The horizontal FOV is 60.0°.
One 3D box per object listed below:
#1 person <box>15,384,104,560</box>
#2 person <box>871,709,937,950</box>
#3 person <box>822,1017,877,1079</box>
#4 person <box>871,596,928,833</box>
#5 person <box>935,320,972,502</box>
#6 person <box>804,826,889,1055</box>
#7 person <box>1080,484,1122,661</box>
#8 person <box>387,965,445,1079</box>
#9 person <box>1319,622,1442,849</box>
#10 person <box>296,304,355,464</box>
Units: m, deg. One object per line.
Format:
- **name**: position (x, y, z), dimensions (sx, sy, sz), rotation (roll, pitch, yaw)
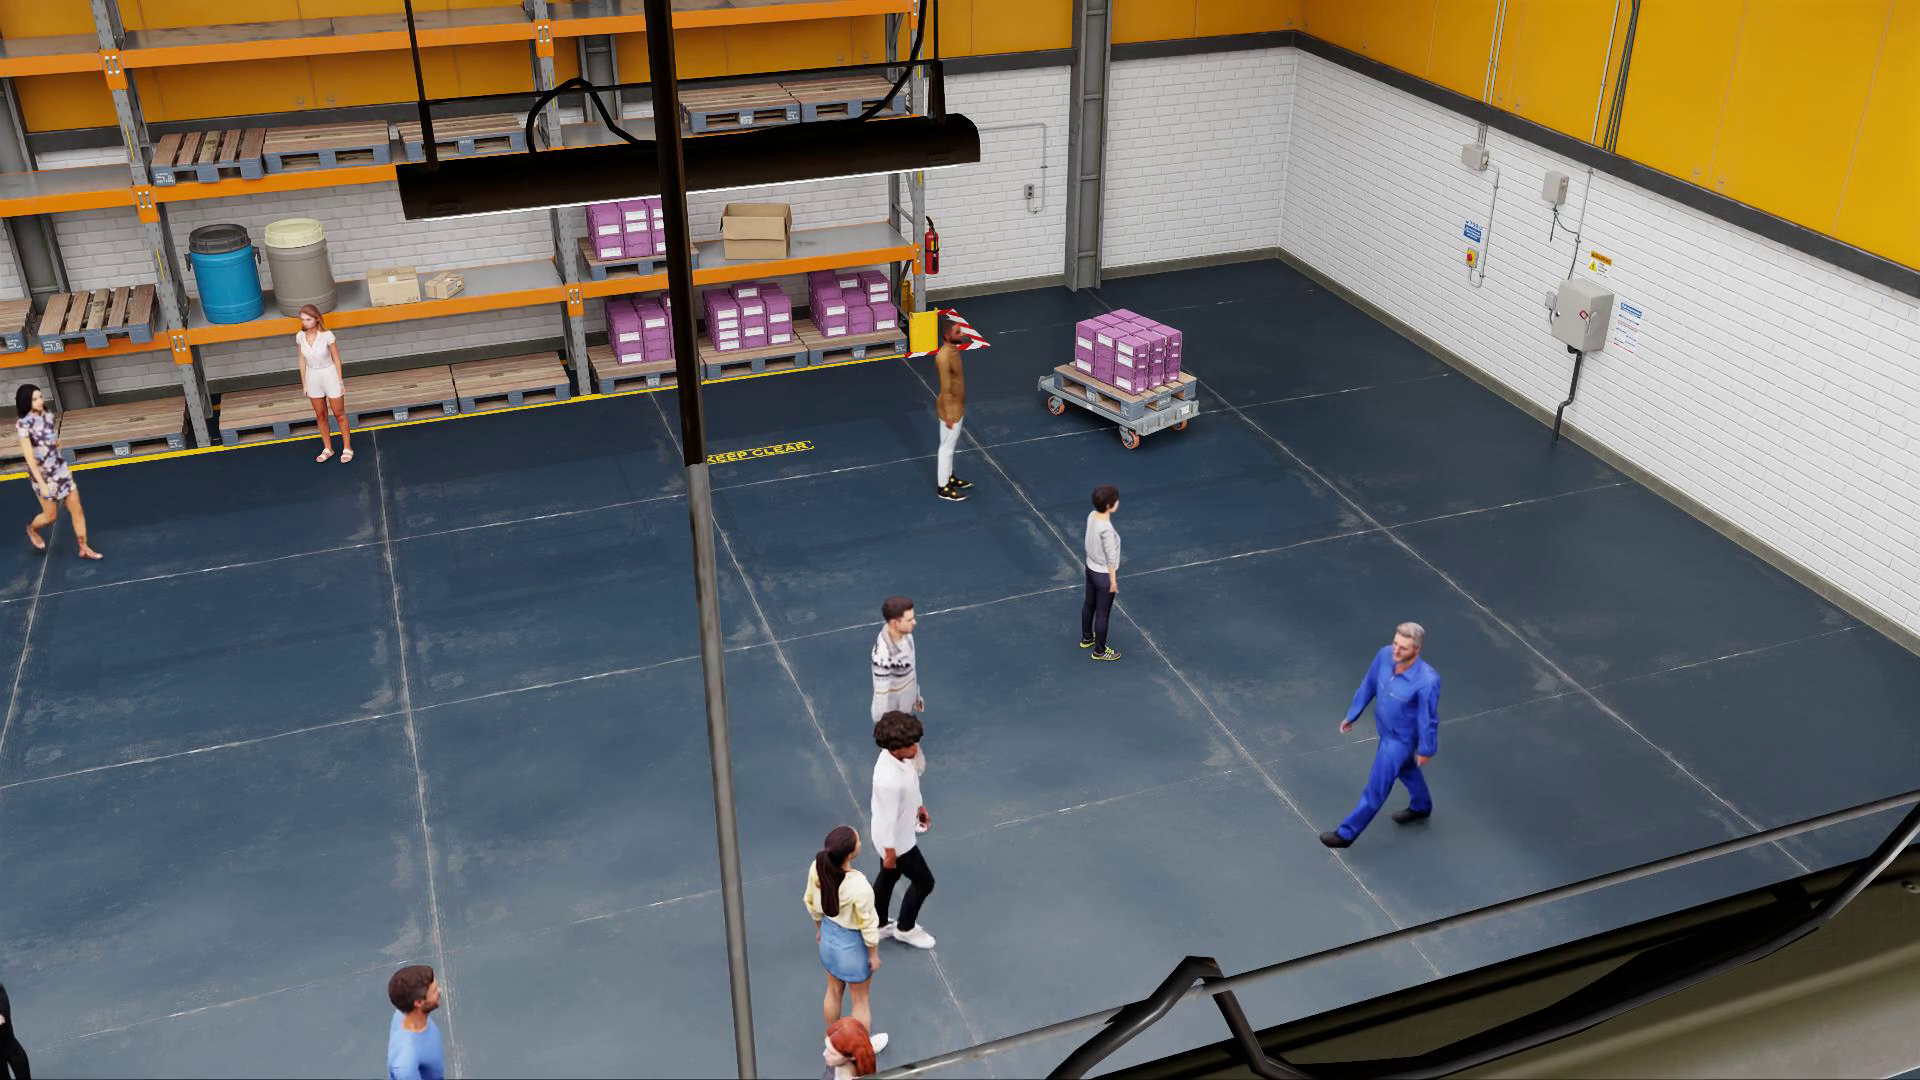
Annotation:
- **person**: position (-8.299, -0.591, 15.053), dimensions (1.052, 1.712, 0.955), rotation (9, 30, 17)
- **person**: position (-0.487, 1.837, 10.522), dimensions (0.763, 1.790, 0.746), rotation (-1, 29, -2)
- **person**: position (-0.465, 3.052, 8.355), dimensions (1.178, 1.732, 0.616), rotation (-9, 30, -15)
- **person**: position (-0.542, 1.180, 11.669), dimensions (0.808, 1.844, 0.795), rotation (3, 29, 6)
- **person**: position (-0.098, -1.291, 16.228), dimensions (0.719, 1.816, 0.721), rotation (5, 29, 9)
- **person**: position (-0.675, 2.357, 9.733), dimensions (0.723, 1.631, 0.740), rotation (19, 34, 31)
- **person**: position (1.153, 0.247, 13.684), dimensions (0.471, 1.553, 0.553), rotation (-11, 30, -19)
- **person**: position (-2.811, 2.951, 8.421), dimensions (0.802, 1.846, 0.690), rotation (-5, 29, -10)
- **person**: position (3.100, 1.326, 11.481), dimensions (1.196, 1.768, 0.746), rotation (-9, 30, -15)
- **person**: position (-6.472, -1.607, 16.934), dimensions (0.596, 1.696, 0.706), rotation (1, 29, 2)
